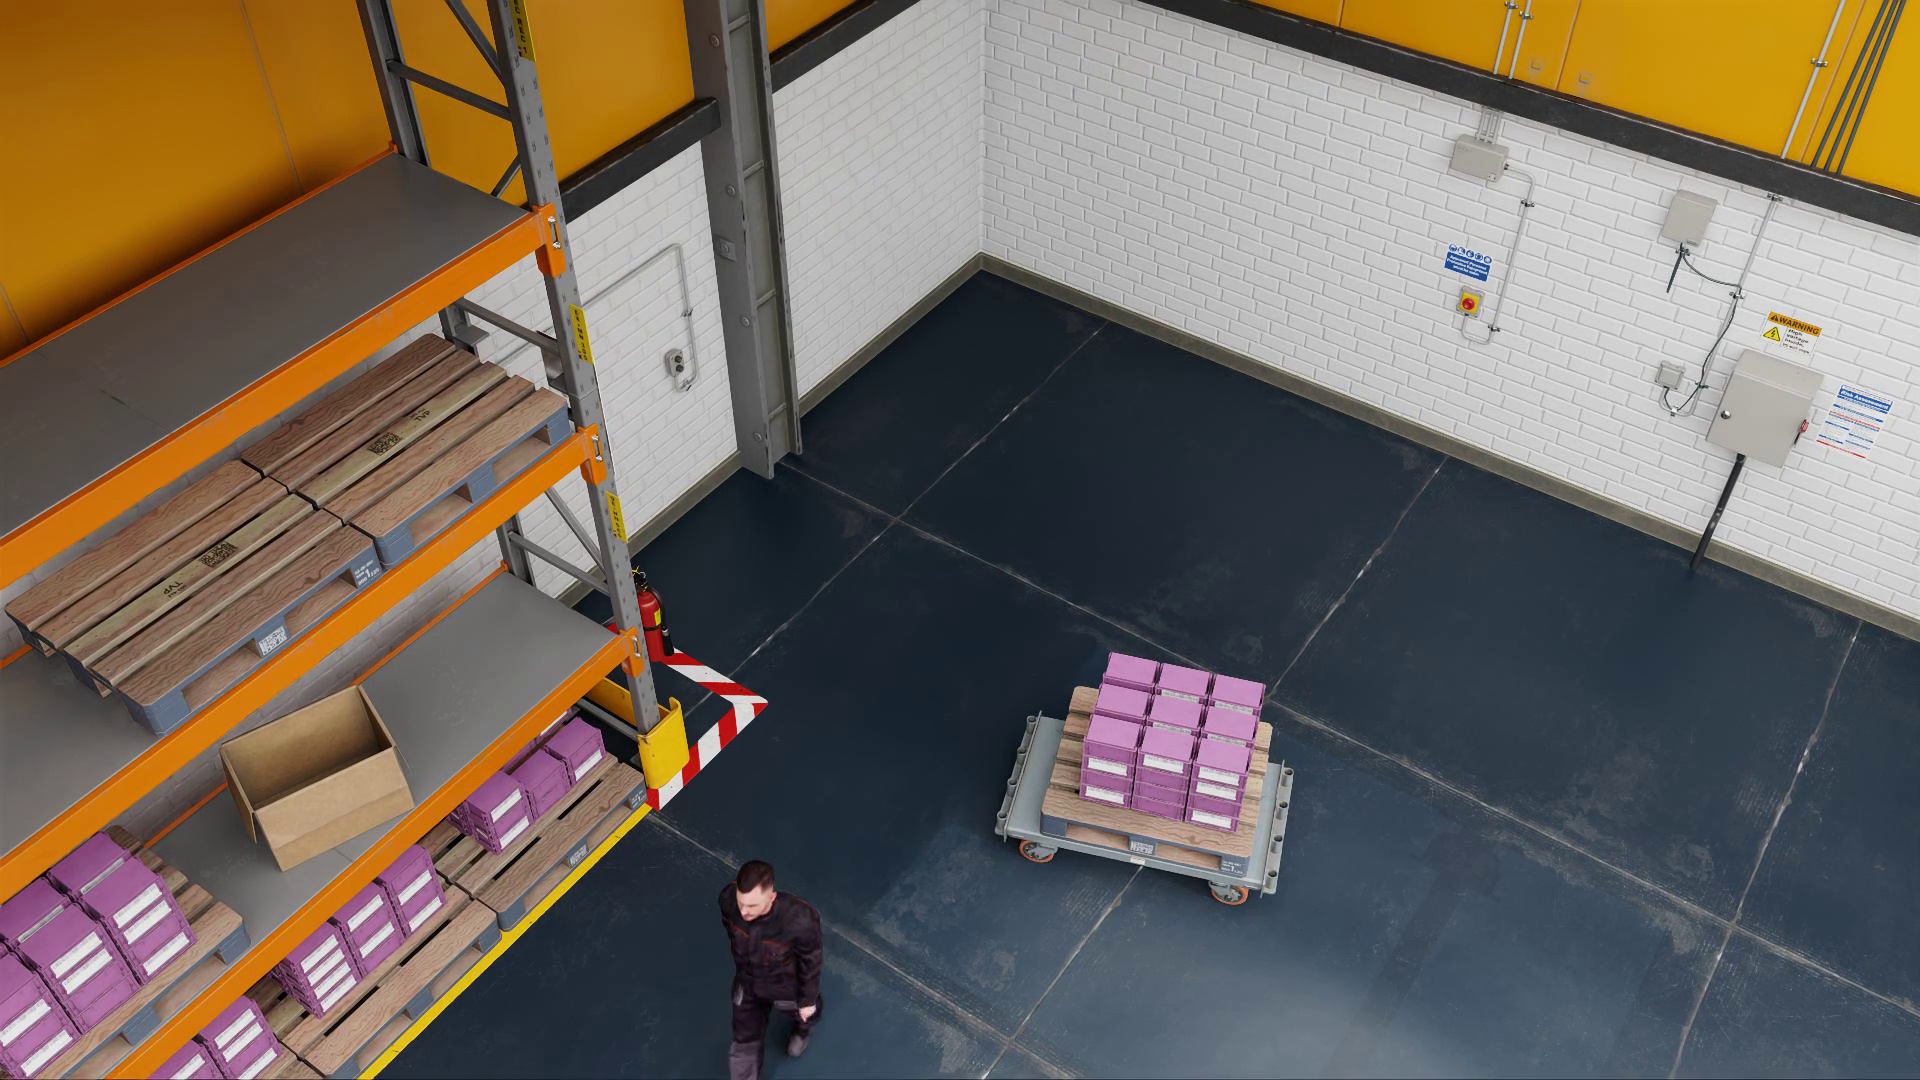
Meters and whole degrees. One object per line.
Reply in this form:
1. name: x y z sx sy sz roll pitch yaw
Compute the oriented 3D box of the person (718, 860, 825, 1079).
1. person: -0.889 2.106 8.389 0.924 1.814 1.229 15 46 15
